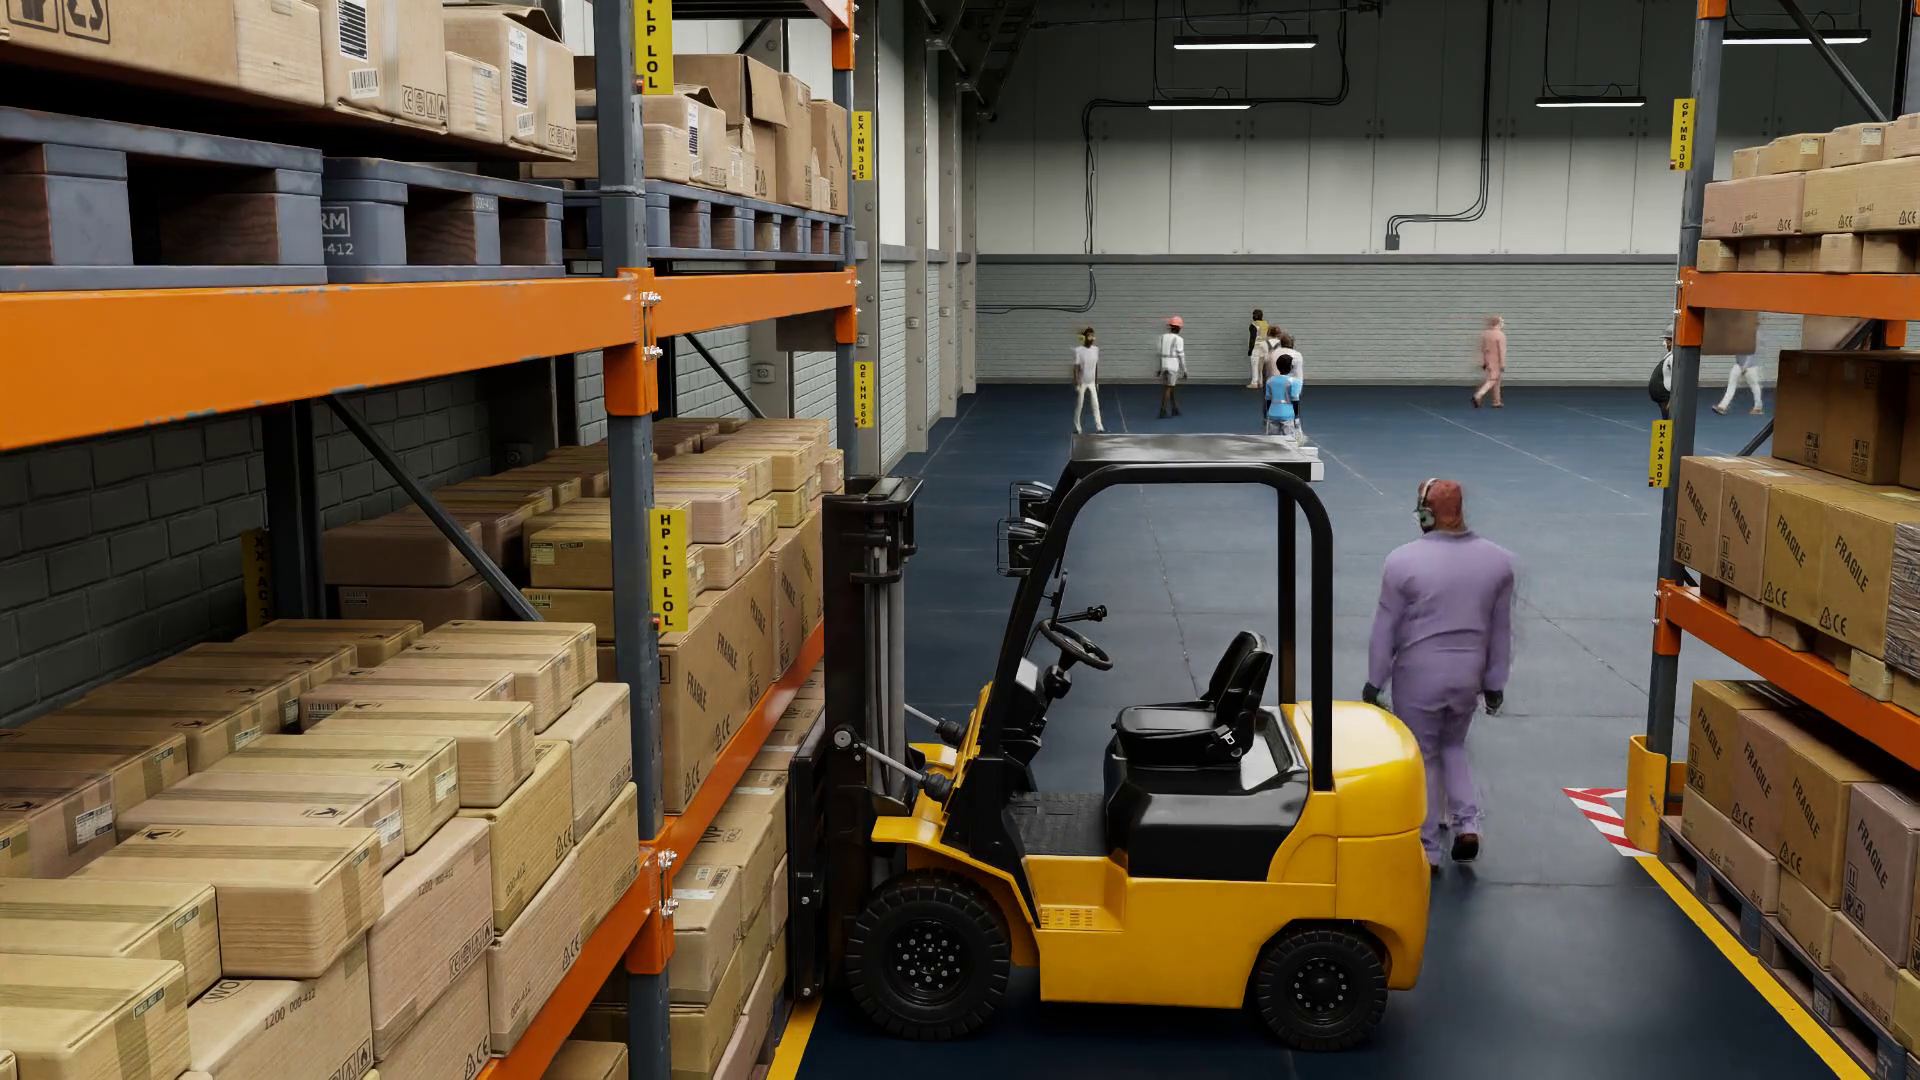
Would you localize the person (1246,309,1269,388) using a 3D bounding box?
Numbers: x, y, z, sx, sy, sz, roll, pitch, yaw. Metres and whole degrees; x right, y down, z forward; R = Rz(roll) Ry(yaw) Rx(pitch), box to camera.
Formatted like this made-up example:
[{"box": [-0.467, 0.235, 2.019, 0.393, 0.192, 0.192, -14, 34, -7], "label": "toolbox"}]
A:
[{"box": [6.958, -4.484, 39.017, 0.429, 1.844, 0.627, 9, 13, 42], "label": "person"}]

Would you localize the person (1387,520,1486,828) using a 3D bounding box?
[{"box": [2.478, 0.636, 8.714, 0.535, 1.598, 0.848, 0, 9, -2], "label": "person"}]

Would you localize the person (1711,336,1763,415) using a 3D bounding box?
[{"box": [15.021, -3.322, 31.910, 1.072, 1.877, 0.633, -2, 10, -15], "label": "person"}]

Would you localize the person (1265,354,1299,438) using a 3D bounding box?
[{"box": [4.282, -1.614, 22.058, 0.319, 1.697, 0.533, -8, 13, -41], "label": "person"}]

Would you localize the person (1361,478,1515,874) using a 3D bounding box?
[{"box": [2.239, 0.643, 7.845, 0.644, 1.880, 0.423, -3, 10, -15], "label": "person"}]

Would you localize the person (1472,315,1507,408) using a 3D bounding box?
[{"box": [10.651, -3.558, 33.318, 0.830, 1.881, 0.654, -2, 10, -13], "label": "person"}]

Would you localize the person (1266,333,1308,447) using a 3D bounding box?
[{"box": [5.141, -2.331, 26.090, 0.671, 1.796, 0.933, 7, 12, 38], "label": "person"}]

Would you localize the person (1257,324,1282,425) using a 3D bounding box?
[{"box": [5.610, -2.938, 29.732, 0.538, 1.810, 0.823, 3, 10, 17], "label": "person"}]

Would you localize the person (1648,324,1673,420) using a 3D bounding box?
[{"box": [10.041, -2.035, 23.573, 0.536, 2.000, 0.673, 4, 10, 23], "label": "person"}]

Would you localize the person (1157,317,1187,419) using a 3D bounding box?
[{"box": [4.053, -3.227, 31.198, 0.848, 1.900, 0.569, -7, 11, -35], "label": "person"}]

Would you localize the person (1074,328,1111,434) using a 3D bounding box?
[{"box": [2.147, -2.572, 27.461, 0.555, 1.825, 0.932, -5, 11, -27], "label": "person"}]
